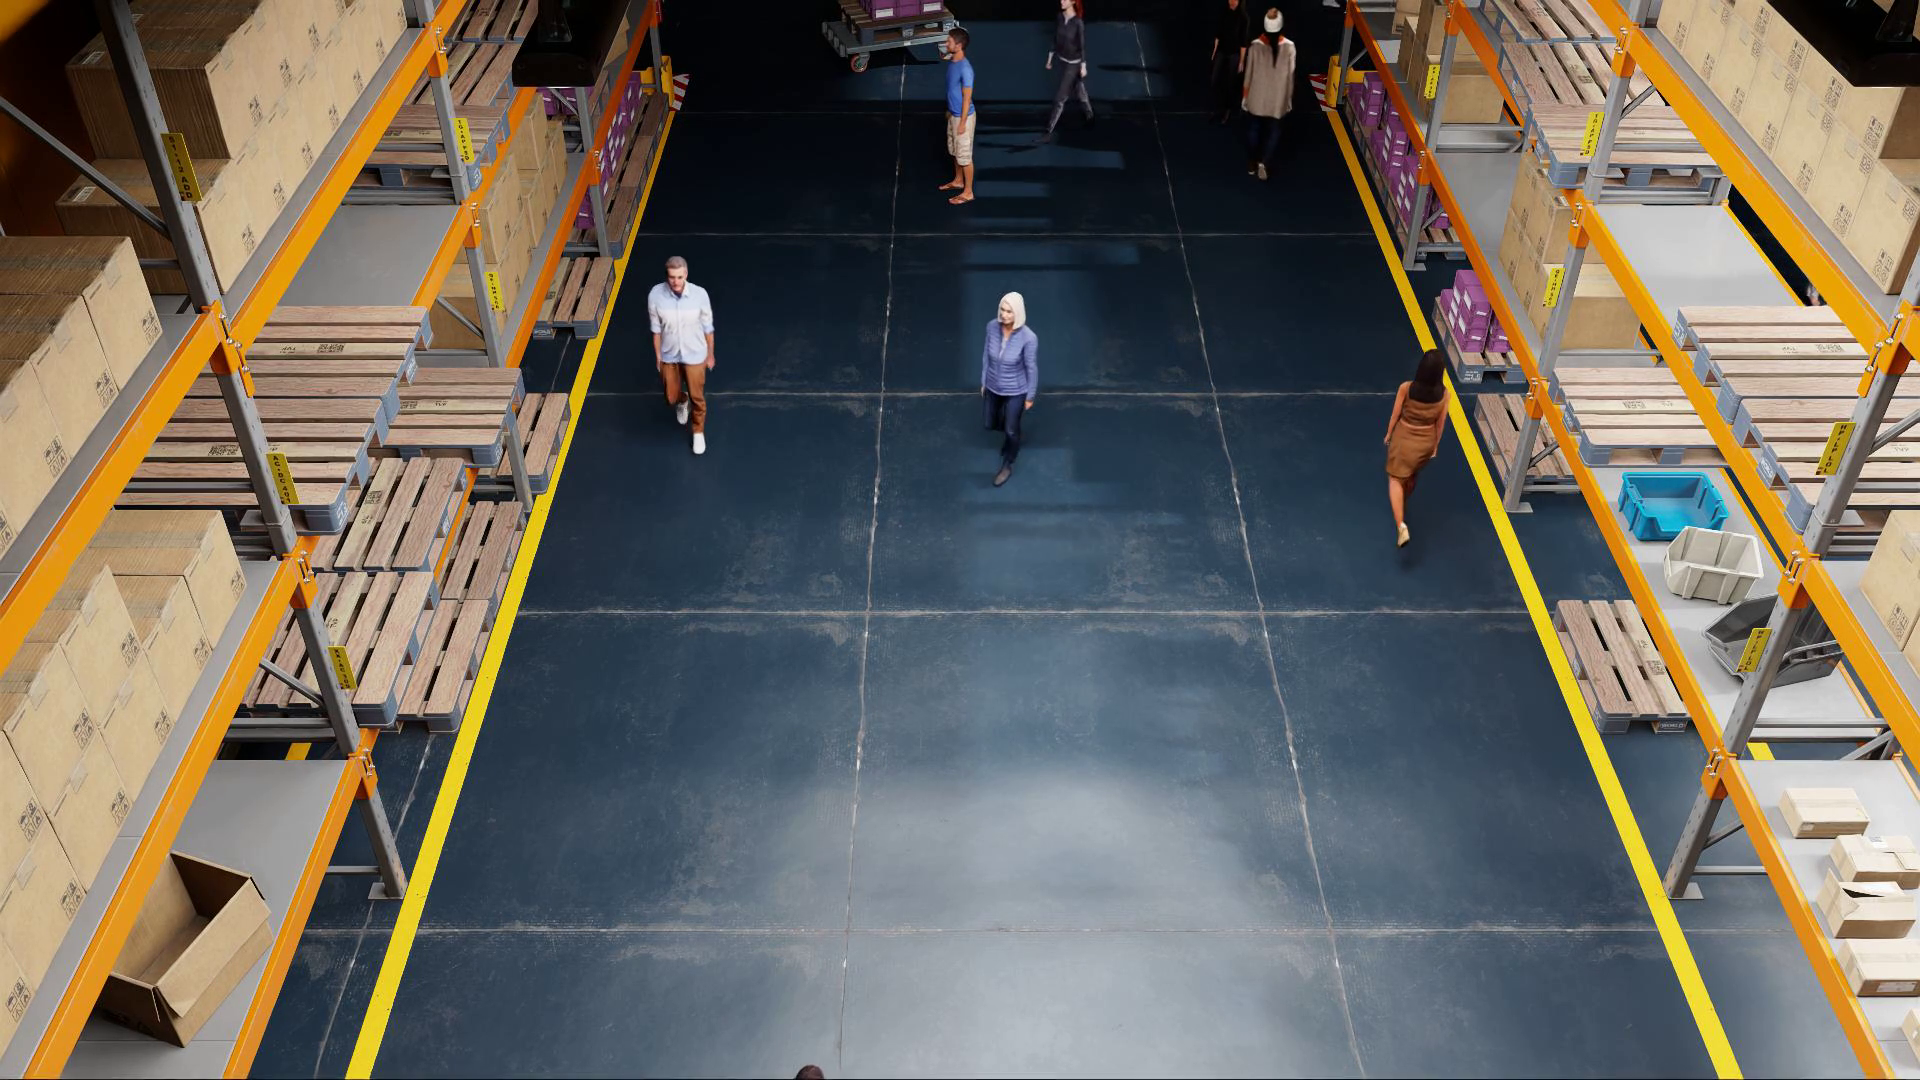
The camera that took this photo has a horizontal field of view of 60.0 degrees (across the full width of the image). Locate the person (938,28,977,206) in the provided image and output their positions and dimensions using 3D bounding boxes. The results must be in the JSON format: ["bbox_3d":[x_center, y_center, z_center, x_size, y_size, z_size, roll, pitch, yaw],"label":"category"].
[{"bbox_3d":[0.008,-4.472,17.462,0.781,1.863,0.620,-11,40,-13],"label":"person"}]

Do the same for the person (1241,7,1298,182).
[{"bbox_3d":[3.281,-4.733,17.778,0.891,1.877,1.026,10,40,13],"label":"person"}]

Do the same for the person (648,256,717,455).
[{"bbox_3d":[-2.321,-1.611,13.921,0.717,1.813,0.833,-3,39,-4],"label":"person"}]

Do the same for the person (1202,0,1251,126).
[{"bbox_3d":[3.118,-5.579,19.030,0.745,1.636,0.788,24,44,27],"label":"person"}]

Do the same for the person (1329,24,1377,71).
[{"bbox_3d":[4.946,-6.470,20.232,0.891,1.530,0.988,17,42,20],"label":"person"}]

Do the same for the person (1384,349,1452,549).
[{"bbox_3d":[3.506,-0.688,12.884,0.575,1.665,0.998,1,39,2],"label":"person"}]

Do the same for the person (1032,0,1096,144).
[{"bbox_3d":[1.302,-5.335,18.659,1.093,1.719,1.176,-22,44,-25],"label":"person"}]

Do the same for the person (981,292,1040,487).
[{"bbox_3d":[0.421,-1.292,13.585,0.873,1.734,0.958,22,43,25],"label":"person"}]
